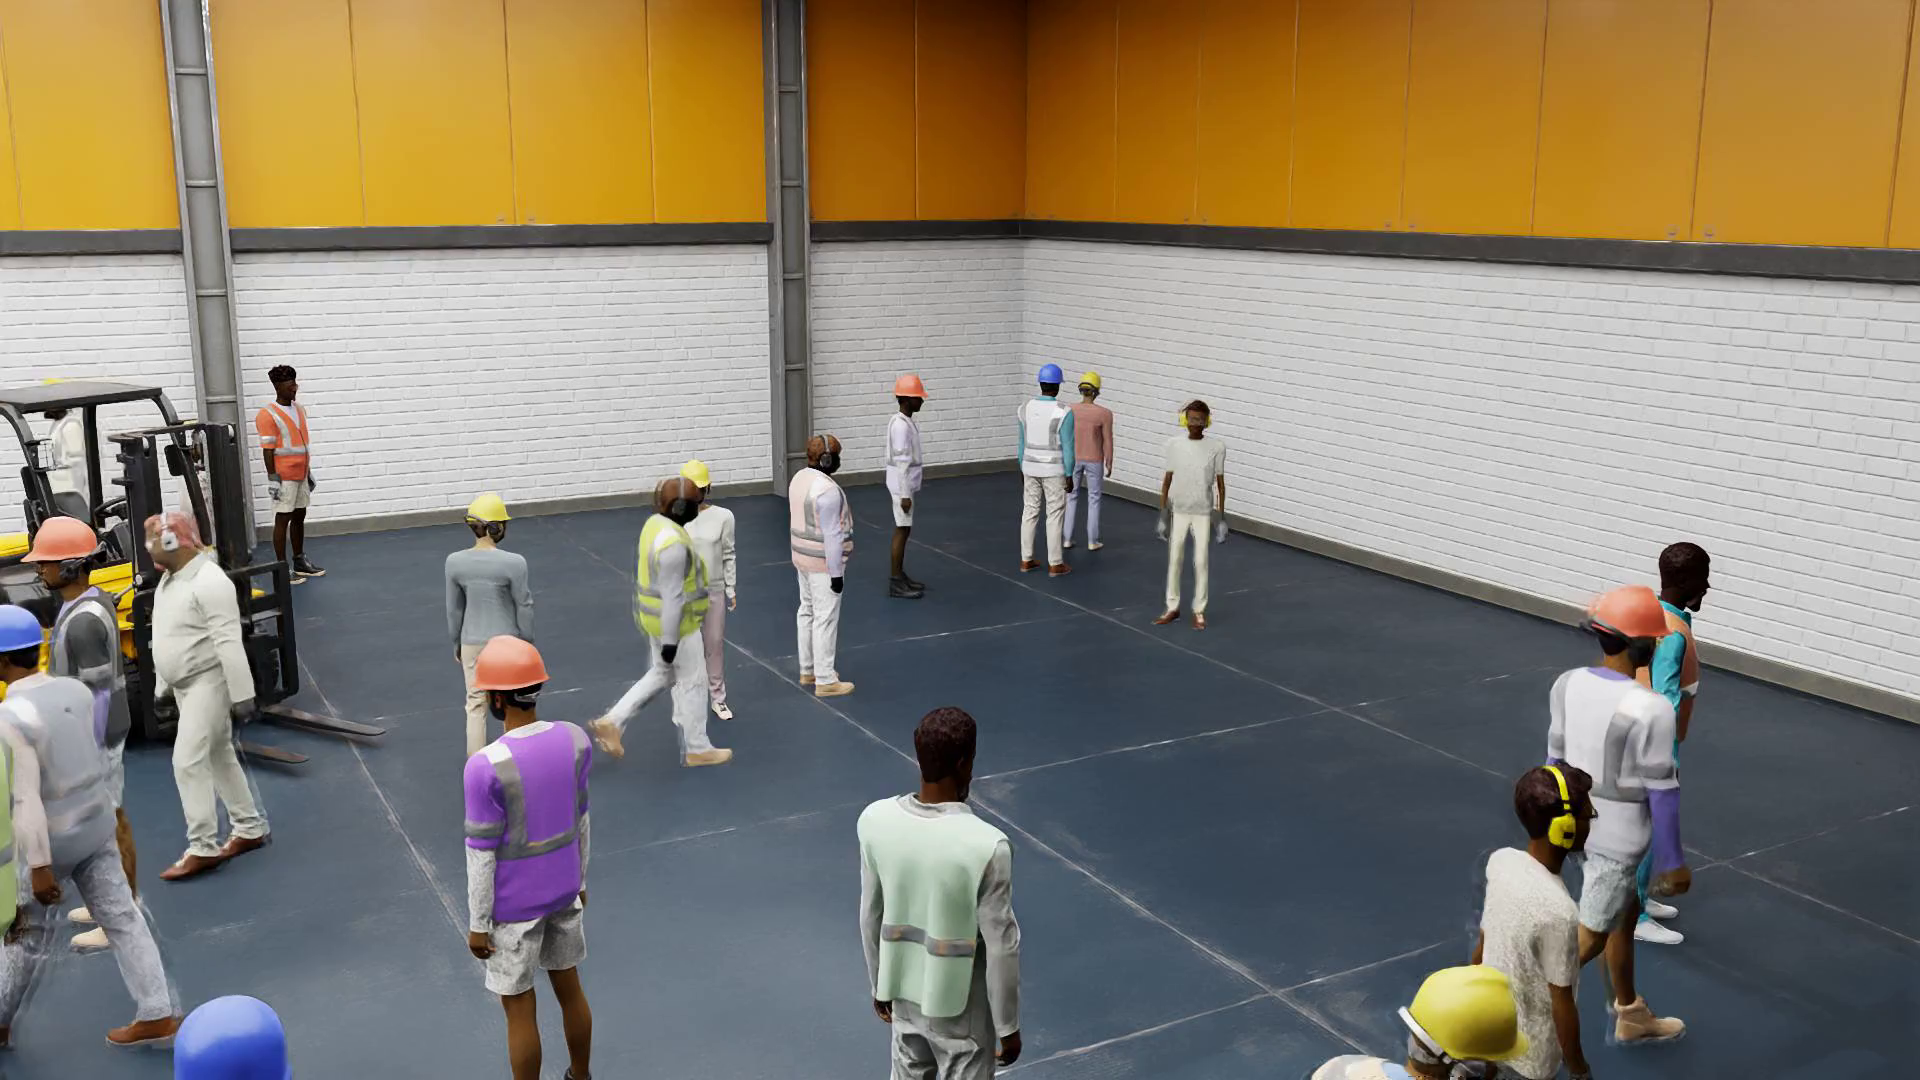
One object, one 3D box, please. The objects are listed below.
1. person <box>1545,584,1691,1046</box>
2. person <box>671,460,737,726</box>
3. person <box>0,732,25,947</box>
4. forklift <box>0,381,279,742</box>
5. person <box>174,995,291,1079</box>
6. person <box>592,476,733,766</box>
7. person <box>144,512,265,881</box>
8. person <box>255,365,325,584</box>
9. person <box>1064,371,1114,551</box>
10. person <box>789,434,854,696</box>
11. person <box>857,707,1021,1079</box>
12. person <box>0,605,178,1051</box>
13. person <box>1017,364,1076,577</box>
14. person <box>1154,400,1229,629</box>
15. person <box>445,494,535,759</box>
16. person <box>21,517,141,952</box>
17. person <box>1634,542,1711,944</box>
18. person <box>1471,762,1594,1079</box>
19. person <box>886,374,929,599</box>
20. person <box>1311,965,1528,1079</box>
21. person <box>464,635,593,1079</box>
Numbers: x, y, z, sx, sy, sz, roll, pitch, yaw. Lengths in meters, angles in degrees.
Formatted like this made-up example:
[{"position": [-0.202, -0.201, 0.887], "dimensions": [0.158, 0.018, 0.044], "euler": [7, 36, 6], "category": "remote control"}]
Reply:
[{"position": [2.515, 1.161, 6.630], "dimensions": [1.031, 2.008, 0.604], "euler": [-3, 12, -14], "category": "person"}, {"position": [-1.730, 0.343, 11.006], "dimensions": [0.525, 1.769, 0.312], "euler": [-4, 13, -20], "category": "person"}, {"position": [-3.568, 1.336, 5.750], "dimensions": [0.579, 2.013, 0.636], "euler": [-1, 12, -4], "category": "person"}, {"position": [-5.853, 0.085, 11.199], "dimensions": [2.313, 2.155, 1.214], "euler": [7, 14, 28], "category": "forklift"}, {"position": [-1.475, 1.852, 3.506], "dimensions": [0.616, 1.942, 0.408], "euler": [-10, 16, -40], "category": "person"}, {"position": [-1.825, 0.511, 10.092], "dimensions": [0.766, 1.816, 0.633], "euler": [-5, 13, -22], "category": "person"}, {"position": [-4.039, 0.800, 8.629], "dimensions": [0.685, 1.868, 0.753], "euler": [12, 17, 43], "category": "person"}, {"position": [-6.021, -0.600, 14.946], "dimensions": [0.361, 1.965, 0.613], "euler": [2, 12, 11], "category": "person"}, {"position": [1.243, -0.766, 16.240], "dimensions": [0.532, 1.756, 0.339], "euler": [4, 13, 18], "category": "person"}, {"position": [-0.963, 0.170, 11.662], "dimensions": [0.429, 1.836, 0.629], "euler": [-6, 13, -26], "category": "person"}, {"position": [-0.064, 1.472, 5.357], "dimensions": [0.589, 1.916, 0.388], "euler": [8, 15, 34], "category": "person"}, {"position": [-3.707, 1.189, 6.740], "dimensions": [1.009, 1.885, 0.623], "euler": [1, 12, 6], "category": "person"}, {"position": [0.797, -0.640, 15.217], "dimensions": [0.603, 1.938, 0.425], "euler": [9, 15, 36], "category": "person"}, {"position": [1.854, -0.204, 13.384], "dimensions": [0.608, 1.861, 0.346], "euler": [4, 13, 17], "category": "person"}, {"position": [-2.740, 0.607, 9.774], "dimensions": [0.524, 1.764, 0.329], "euler": [2, 12, 10], "category": "person"}, {"position": [-4.071, 0.896, 7.758], "dimensions": [0.370, 2.044, 0.608], "euler": [-6, 14, -28], "category": "person"}, {"position": [3.280, 0.943, 7.857], "dimensions": [0.397, 1.911, 0.587], "euler": [3, 12, 15], "category": "person"}, {"position": [1.664, 1.565, 5.114], "dimensions": [0.932, 1.839, 0.499], "euler": [0, 12, 2], "category": "person"}, {"position": [-0.449, -0.468, 14.399], "dimensions": [0.373, 1.934, 0.551], "euler": [0, 12, -1], "category": "person"}, {"position": [1.058, 1.845, 3.958], "dimensions": [0.972, 1.767, 0.605], "euler": [-6, 14, -27], "category": "person"}, {"position": [-1.605, 1.296, 6.157], "dimensions": [0.389, 1.930, 0.544], "euler": [8, 15, 34], "category": "person"}]
